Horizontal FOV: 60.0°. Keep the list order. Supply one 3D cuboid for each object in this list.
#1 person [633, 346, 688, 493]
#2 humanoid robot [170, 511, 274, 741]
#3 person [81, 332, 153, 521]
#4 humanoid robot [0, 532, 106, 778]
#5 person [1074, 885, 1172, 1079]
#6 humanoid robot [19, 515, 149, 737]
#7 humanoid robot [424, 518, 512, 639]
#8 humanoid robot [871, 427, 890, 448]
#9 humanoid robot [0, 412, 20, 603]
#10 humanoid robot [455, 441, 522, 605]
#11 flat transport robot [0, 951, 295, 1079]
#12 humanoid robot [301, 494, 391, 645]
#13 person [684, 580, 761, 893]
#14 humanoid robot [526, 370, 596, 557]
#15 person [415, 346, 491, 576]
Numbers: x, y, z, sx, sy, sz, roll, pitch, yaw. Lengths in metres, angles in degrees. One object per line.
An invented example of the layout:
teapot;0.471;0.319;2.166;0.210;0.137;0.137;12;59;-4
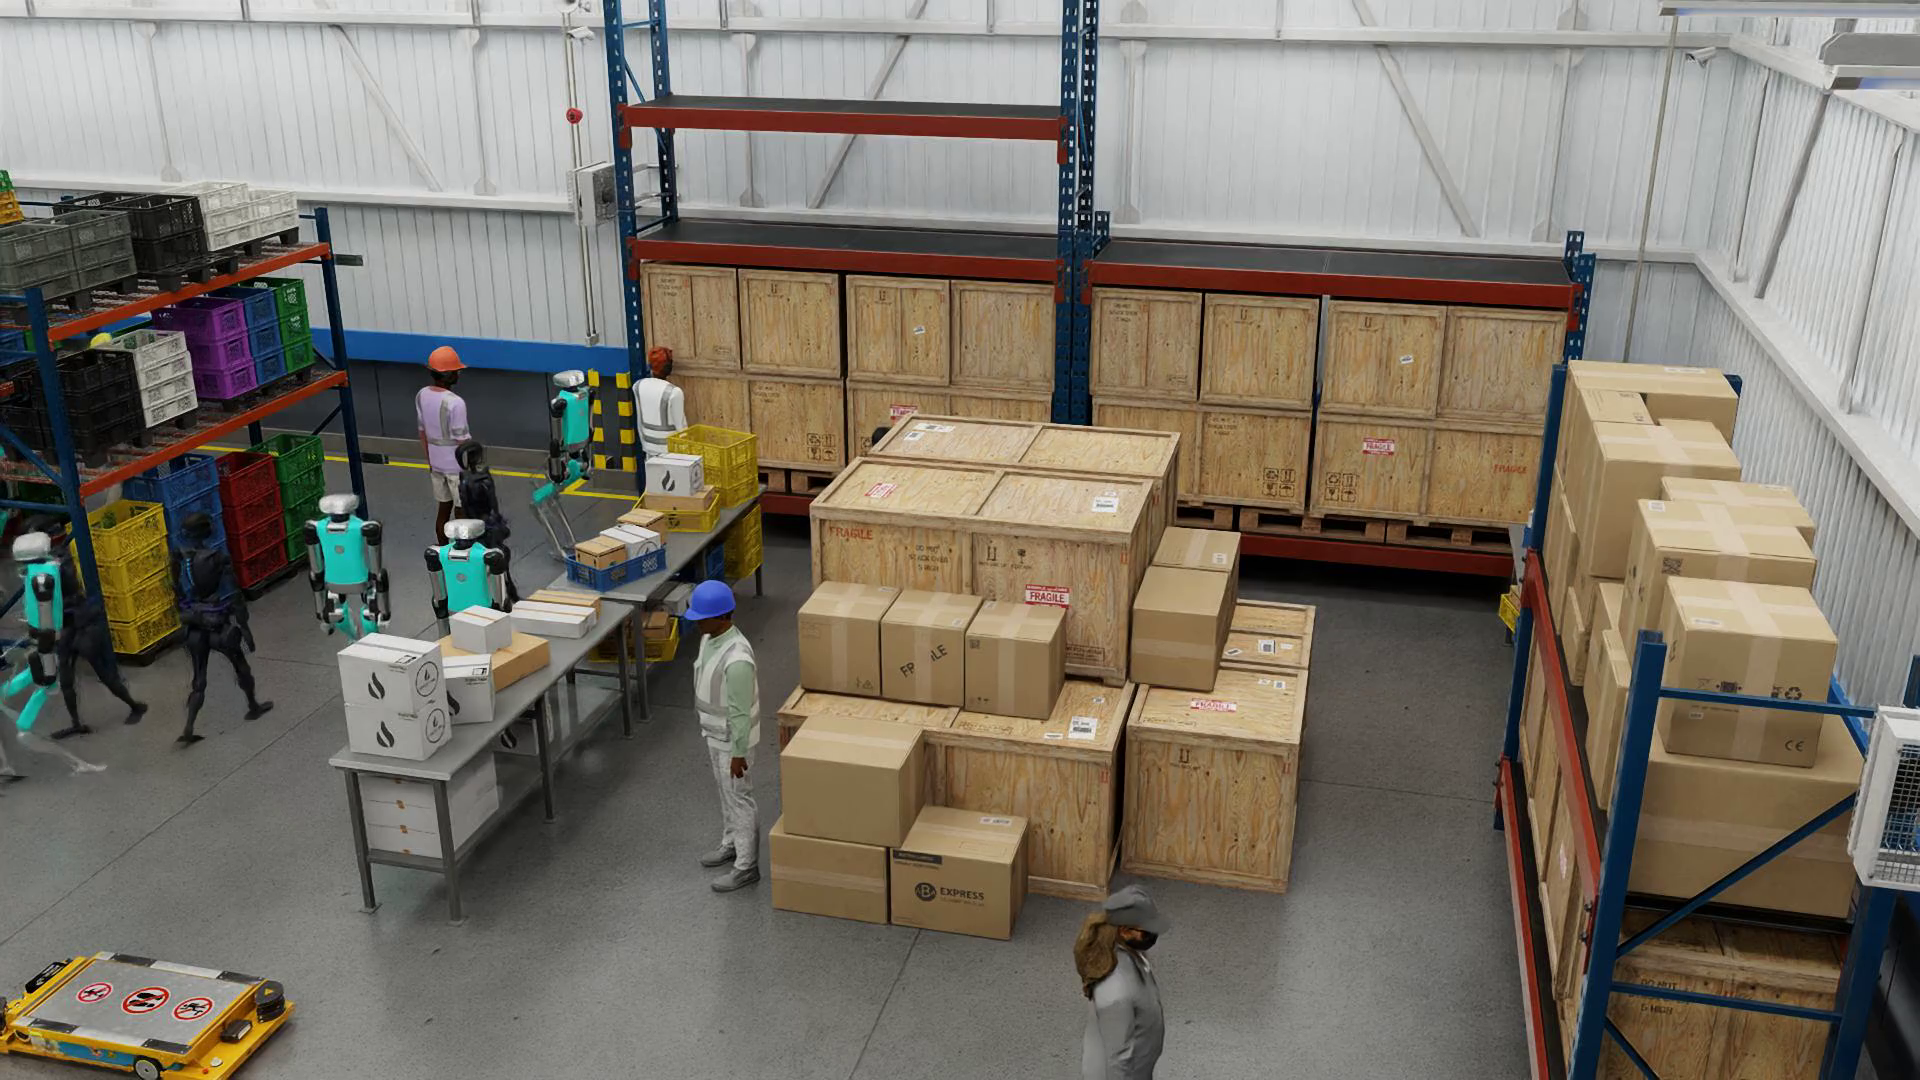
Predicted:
person;-2.650;-0.813;14.918;0.570;1.877;0.338;14;25;32
humanoid robot;-5.257;0.594;11.599;0.602;1.644;0.763;6;22;14
person;-7.985;-1.066;15.725;0.596;1.794;0.900;6;22;15
humanoid robot;-6.234;0.828;10.859;0.920;1.773;0.574;-7;22;-17
person;0.669;2.241;7.080;0.397;1.767;0.573;2;21;6
humanoid robot;-6.136;0.597;11.585;0.653;1.647;0.603;-18;28;-40
humanoid robot;-3.219;0.570;11.310;0.533;1.677;0.735;2;21;5
humanoid robot;-0.583;-0.165;13.587;0.611;1.610;0.810;5;21;13
humanoid robot;-8.149;-0.263;13.801;0.545;1.852;0.808;6;22;16
humanoid robot;-3.756;0.018;13.092;0.772;1.626;0.610;-19;28;-40
flat transport robot;-4.270;2.464;8.601;1.431;0.231;0.659;5;22;13
humanoid robot;-4.246;0.507;11.829;0.541;1.902;0.723;-1;21;-2
person;-1.373;1.128;9.761;0.412;1.939;0.602;-9;23;-22
humanoid robot;-3.567;-0.694;14.672;0.745;1.697;0.530;10;23;24
person;-4.352;-0.662;14.296;0.610;2.041;0.391;16;26;35
